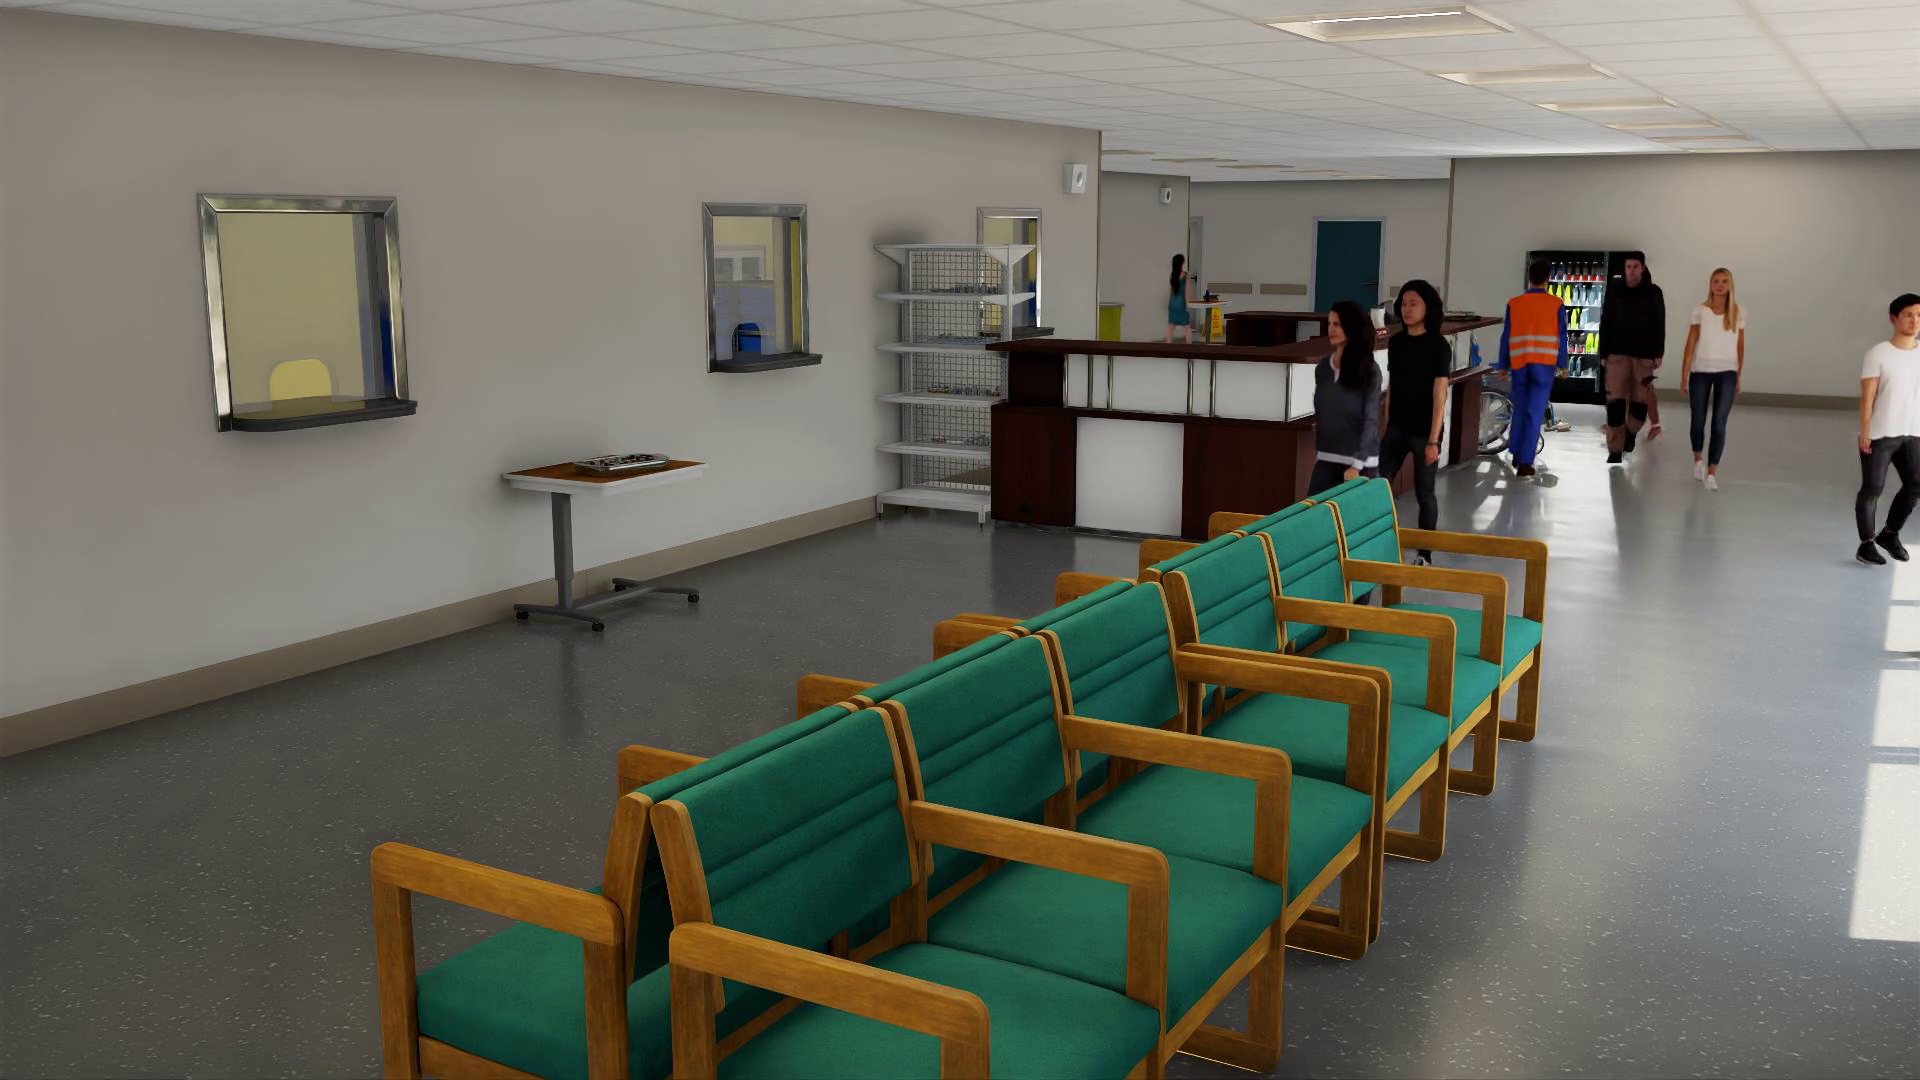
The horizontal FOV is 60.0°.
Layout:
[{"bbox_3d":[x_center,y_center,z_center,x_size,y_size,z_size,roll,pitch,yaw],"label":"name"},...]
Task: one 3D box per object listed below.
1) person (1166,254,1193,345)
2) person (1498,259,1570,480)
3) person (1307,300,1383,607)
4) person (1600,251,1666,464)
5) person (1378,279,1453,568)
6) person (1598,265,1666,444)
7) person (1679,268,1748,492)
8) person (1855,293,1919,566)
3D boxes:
[{"bbox_3d":[3.479,-3.741,26.824,0.958,1.644,0.661,7,13,33],"label":"person"},{"bbox_3d":[4.861,-1.441,14.166,0.790,1.843,0.786,8,13,35],"label":"person"},{"bbox_3d":[2.114,-0.384,8.853,0.809,1.748,0.836,-10,15,-42],"label":"person"},{"bbox_3d":[6.088,-1.643,15.071,0.985,1.904,0.815,6,12,27],"label":"person"},{"bbox_3d":[2.834,-0.675,10.173,0.938,1.816,0.948,-8,14,-37],"label":"person"},{"bbox_3d":[6.746,-1.796,16.297,0.792,1.747,1.043,-8,14,-37],"label":"person"},{"bbox_3d":[6.153,-1.300,13.622,1.129,1.770,0.768,5,12,23],"label":"person"},{"bbox_3d":[5.890,-0.707,10.569,0.687,1.713,0.799,0,11,2],"label":"person"}]
